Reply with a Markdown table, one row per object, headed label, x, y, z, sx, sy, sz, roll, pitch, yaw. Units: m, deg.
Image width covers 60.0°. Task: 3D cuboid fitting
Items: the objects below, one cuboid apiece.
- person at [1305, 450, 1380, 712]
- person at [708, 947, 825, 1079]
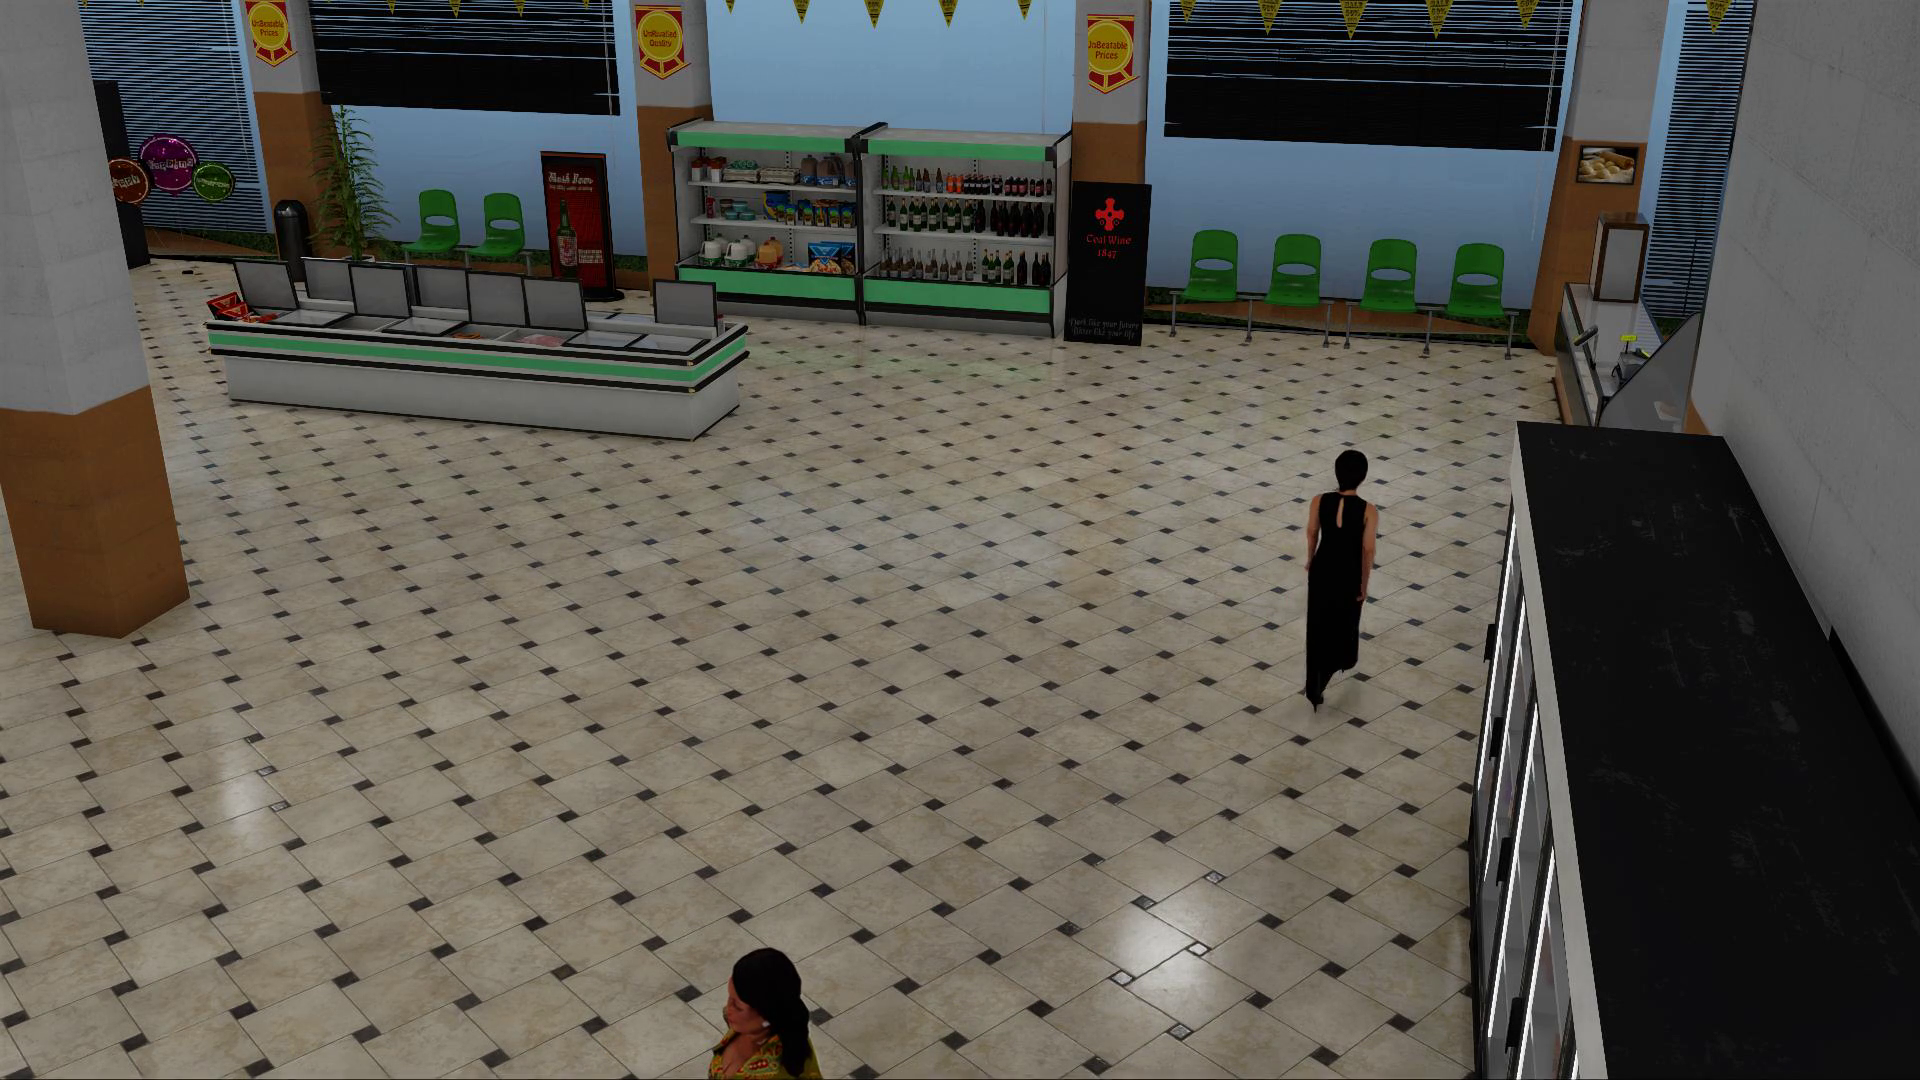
| label | x | y | z | sx | sy | sz | roll | pitch | yaw |
| --- | --- | --- | --- | --- | --- | --- | --- | --- | --- |
| person | 2.207 | 0.276 | 9.876 | 0.969 | 1.563 | 0.754 | 9 | 24 | 21 |
| person | -0.602 | 2.025 | 5.394 | 1.058 | 1.661 | 0.989 | -13 | 25 | -30 |
